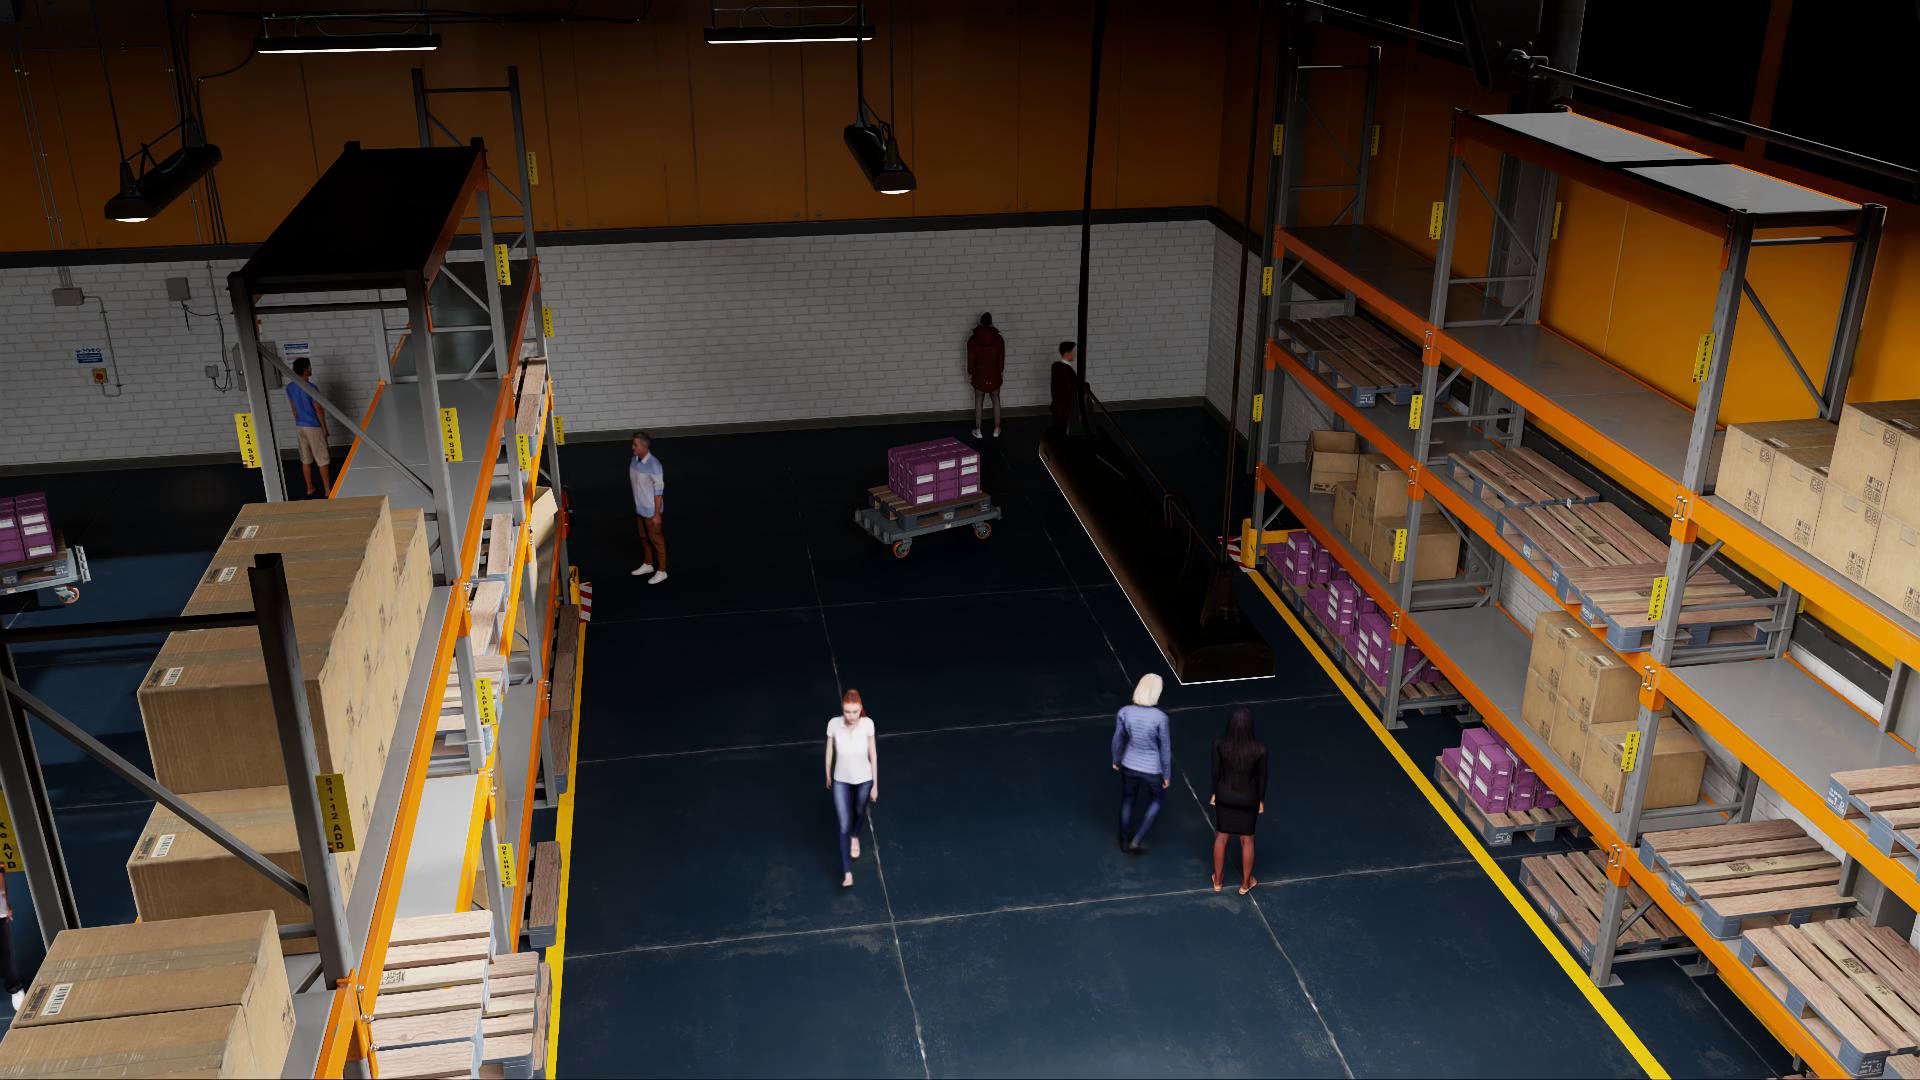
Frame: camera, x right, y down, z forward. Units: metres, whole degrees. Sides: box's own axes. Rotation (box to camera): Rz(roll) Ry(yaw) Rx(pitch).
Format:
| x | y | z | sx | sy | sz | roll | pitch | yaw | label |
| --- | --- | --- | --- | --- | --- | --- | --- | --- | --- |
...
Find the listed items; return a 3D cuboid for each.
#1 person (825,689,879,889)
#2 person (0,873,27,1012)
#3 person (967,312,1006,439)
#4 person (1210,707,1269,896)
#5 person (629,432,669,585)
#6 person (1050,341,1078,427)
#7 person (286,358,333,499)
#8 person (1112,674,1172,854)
| x | y | z | sx | sy | sz | roll | pitch | yaw | label |
| --- | --- | --- | --- | --- | --- | --- | --- | --- | --- |
| -0.896 | 1.997 | 14.011 | 0.632 | 1.690 | 1.110 | -2 | 24 | -5 | person |
| -7.270 | 2.758 | 12.276 | 0.707 | 1.687 | 0.675 | -9 | 25 | -20 | person |
| 0.384 | -2.361 | 23.796 | 0.691 | 1.839 | 0.683 | -3 | 24 | -8 | person |
| 2.279 | 2.128 | 13.674 | 0.684 | 1.719 | 0.668 | 7 | 25 | 16 | person |
| -3.625 | -0.406 | 19.336 | 0.832 | 1.827 | 0.721 | -20 | 31 | -39 | person |
| 1.400 | -1.771 | 22.417 | 0.797 | 1.862 | 0.634 | -11 | 26 | -23 | person |
| -8.486 | -1.466 | 21.716 | 0.743 | 1.864 | 0.739 | 8 | 25 | 17 | person |
| 1.543 | 1.949 | 14.068 | 0.797 | 1.732 | 0.803 | 7 | 25 | 16 | person |
